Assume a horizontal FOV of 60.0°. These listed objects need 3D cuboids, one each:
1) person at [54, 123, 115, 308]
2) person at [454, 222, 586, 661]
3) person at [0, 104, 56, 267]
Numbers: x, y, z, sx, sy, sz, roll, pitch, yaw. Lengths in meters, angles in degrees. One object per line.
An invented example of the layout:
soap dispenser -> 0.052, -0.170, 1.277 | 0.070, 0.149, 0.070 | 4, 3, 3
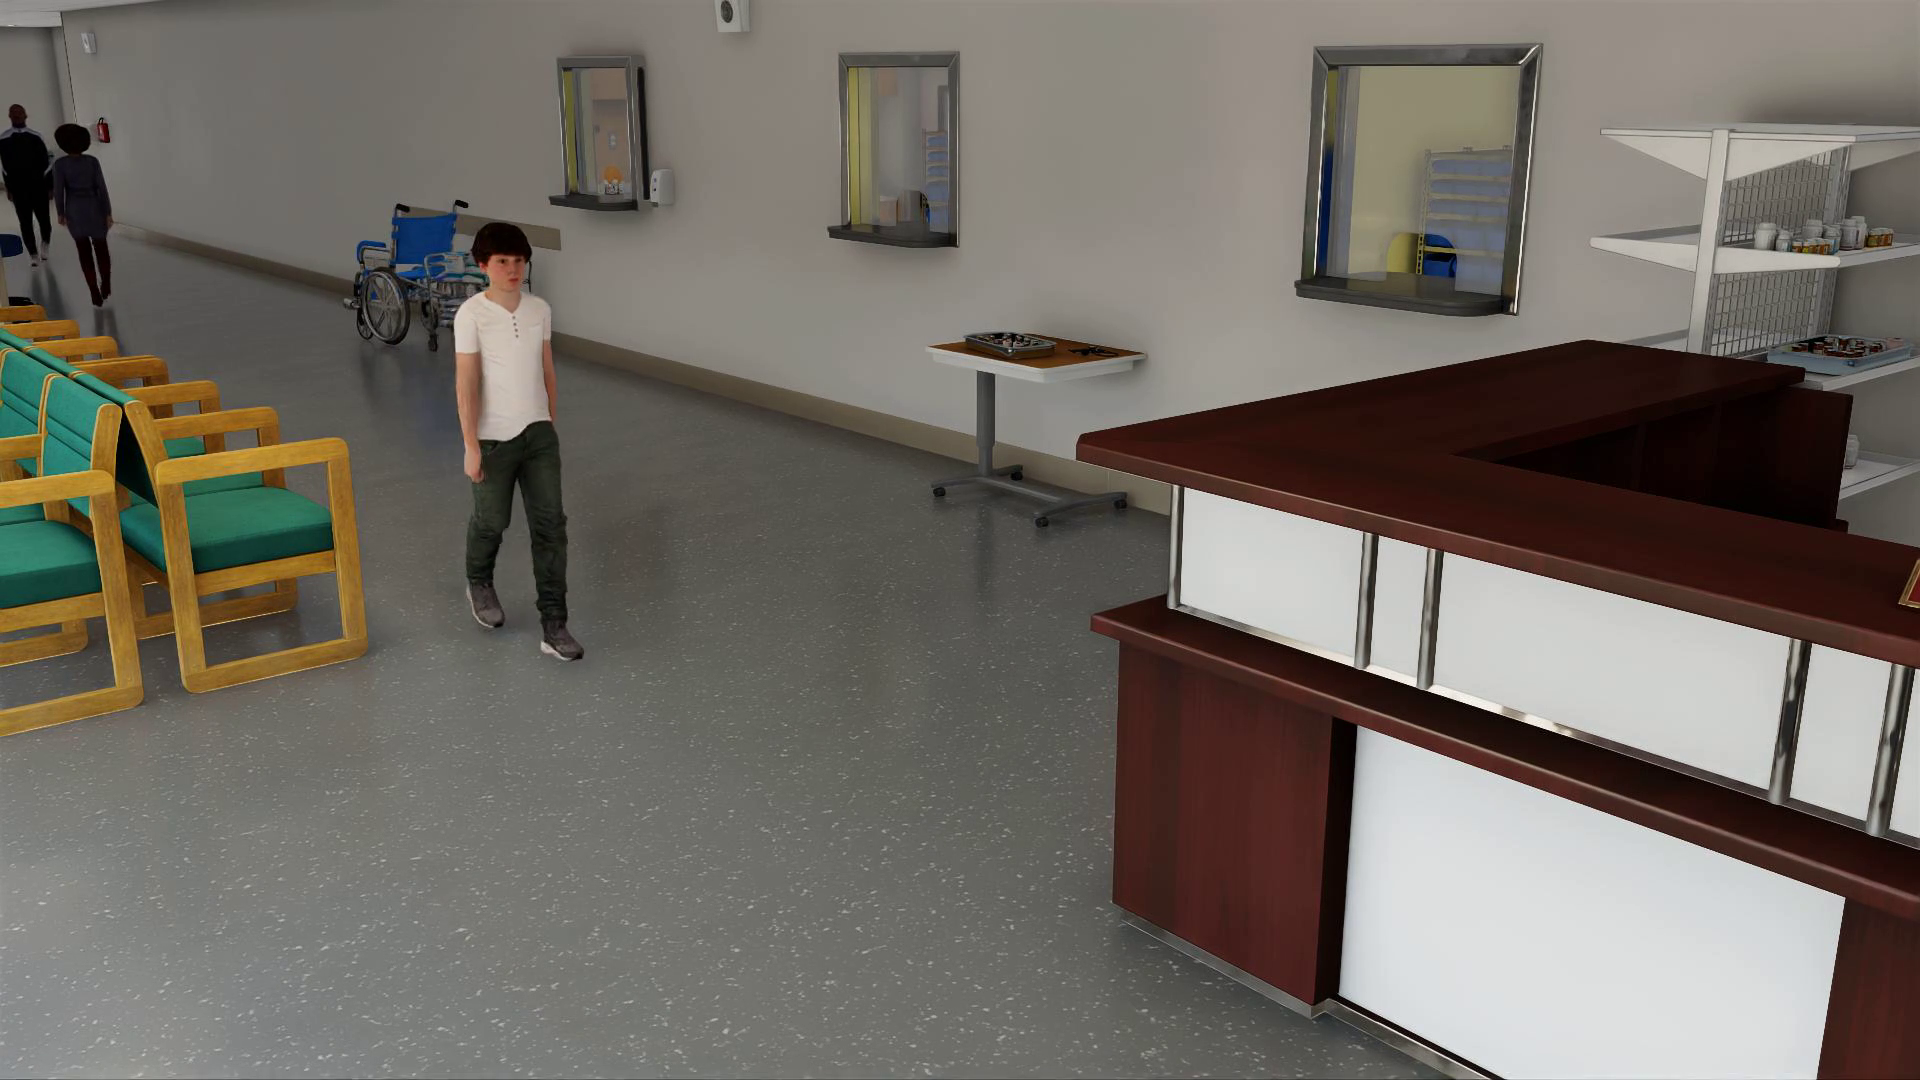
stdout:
person -> -8.241, -3.033, 15.681 | 0.924, 1.684, 0.796 | -8, 18, -27
person -> -1.759, -0.375, 6.379 | 1.059, 1.615, 0.648 | -12, 19, -35
person -> -10.773, -4.098, 19.244 | 1.107, 1.799, 0.891 | -8, 18, -27
